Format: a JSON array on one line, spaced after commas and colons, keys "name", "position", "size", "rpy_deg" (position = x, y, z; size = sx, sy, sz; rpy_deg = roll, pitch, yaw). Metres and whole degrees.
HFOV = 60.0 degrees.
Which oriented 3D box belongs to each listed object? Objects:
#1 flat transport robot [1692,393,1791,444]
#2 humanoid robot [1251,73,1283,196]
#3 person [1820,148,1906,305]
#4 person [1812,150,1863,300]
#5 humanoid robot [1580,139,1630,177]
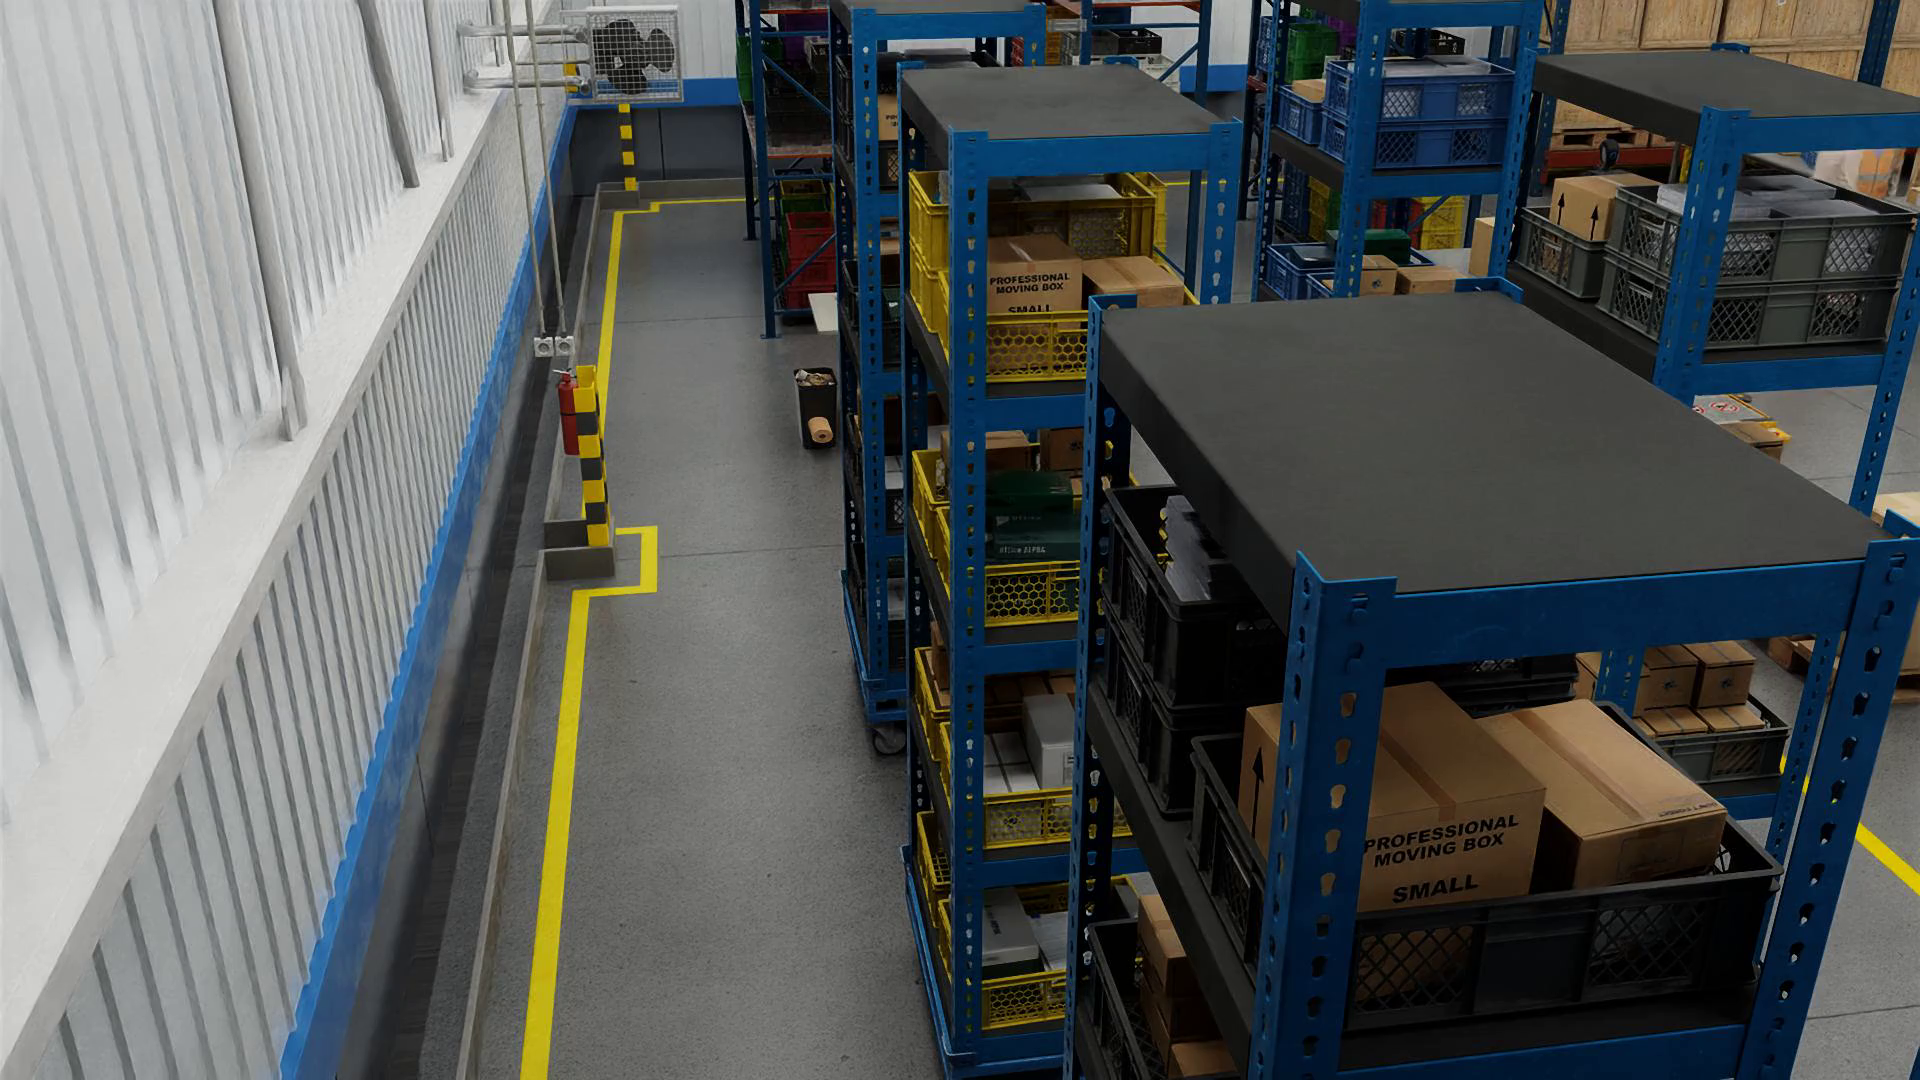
[{"name": "flat transport robot", "position": [5.224, -0.859, 12.132], "size": [1.431, 0.197, 0.652], "rpy_deg": [-4, 25, -8]}, {"name": "humanoid robot", "position": [3.584, -4.781, 18.989], "size": [0.610, 1.657, 0.310], "rpy_deg": [-4, 25, -9]}, {"name": "person", "position": [8.156, -3.081, 15.022], "size": [0.592, 1.924, 0.377], "rpy_deg": [1, 25, 2]}, {"name": "person", "position": [7.507, -2.861, 14.476], "size": [0.454, 1.978, 0.618], "rpy_deg": [3, 25, 6]}, {"name": "humanoid robot", "position": [5.442, -2.594, 14.235], "size": [0.610, 1.657, 0.310], "rpy_deg": [-4, 25, -9]}]
